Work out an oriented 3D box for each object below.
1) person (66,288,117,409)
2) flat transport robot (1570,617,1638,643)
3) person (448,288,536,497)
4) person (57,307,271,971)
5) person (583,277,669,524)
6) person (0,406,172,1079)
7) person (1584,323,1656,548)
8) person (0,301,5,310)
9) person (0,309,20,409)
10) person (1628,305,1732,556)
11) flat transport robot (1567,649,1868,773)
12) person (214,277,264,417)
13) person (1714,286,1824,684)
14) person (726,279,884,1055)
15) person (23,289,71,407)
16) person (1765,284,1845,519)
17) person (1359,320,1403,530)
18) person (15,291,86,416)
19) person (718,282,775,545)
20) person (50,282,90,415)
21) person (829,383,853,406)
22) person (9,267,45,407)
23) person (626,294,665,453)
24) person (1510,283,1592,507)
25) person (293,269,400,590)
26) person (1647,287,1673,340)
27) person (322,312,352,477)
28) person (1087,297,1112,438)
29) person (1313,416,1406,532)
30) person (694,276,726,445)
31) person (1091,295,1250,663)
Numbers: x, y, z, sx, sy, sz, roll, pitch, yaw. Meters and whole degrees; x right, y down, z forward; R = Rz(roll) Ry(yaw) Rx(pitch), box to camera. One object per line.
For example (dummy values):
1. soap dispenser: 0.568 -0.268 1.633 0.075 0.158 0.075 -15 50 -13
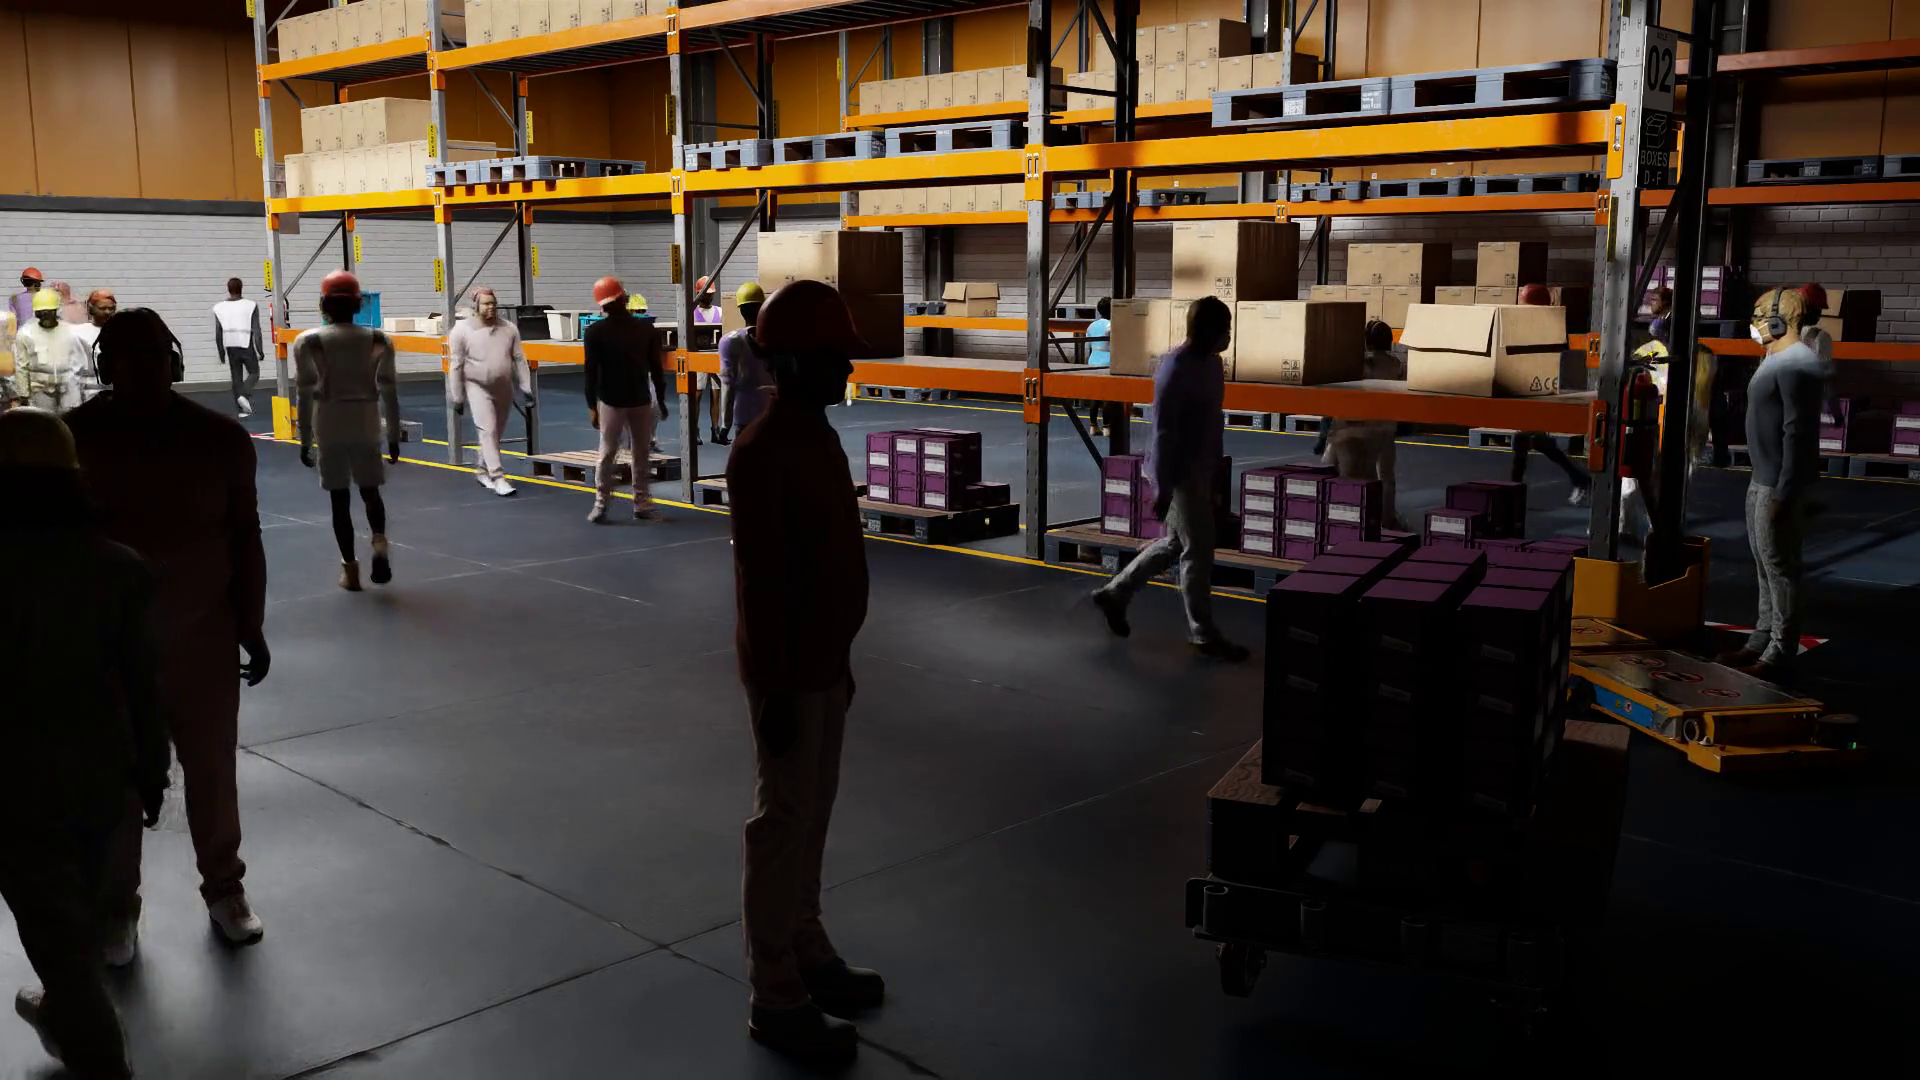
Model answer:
1. person: -7.345 -1.228 14.288 0.735 1.863 0.598 9 13 44
2. flat transport robot: 2.749 0.552 8.237 1.431 0.197 0.652 -2 9 -10
3. person: -4.233 -1.334 14.983 0.657 1.857 1.019 -8 12 -41
4. person: -2.363 0.279 4.897 0.641 1.913 0.407 -6 11 -33
5. person: -2.668 -1.091 13.179 0.688 1.953 0.502 -7 12 -38
6. person: -2.179 0.544 3.909 0.851 1.705 0.500 6 11 33
7. person: 4.768 -0.885 12.169 0.603 1.862 0.654 -7 12 -38
8. person: -13.175 -2.628 22.326 0.676 2.000 0.943 -9 13 -43
9. person: -10.344 -1.832 17.838 0.573 1.906 0.552 -3 10 -20
10. person: 4.589 -0.586 10.518 0.629 1.814 0.815 -2 10 -15
11. flat transport robot: 3.189 0.709 7.277 0.652 0.197 1.431 -2 9 -10
12. person: -9.823 -2.606 22.672 0.627 1.879 0.474 -1 9 -3
13. person: 3.984 -0.259 8.125 0.379 1.937 0.629 3 10 16
14. person: -0.407 0.322 4.376 0.381 1.994 0.622 2 9 11
15. person: -10.369 -1.968 19.072 0.875 1.781 0.619 5 10 27
16. person: 6.695 -1.058 13.139 0.918 1.893 0.557 -3 10 -17
17. person: 3.103 -0.817 12.448 0.522 1.639 0.305 -7 12 -38
18. person: -8.601 -1.449 15.784 0.620 1.812 0.458 -5 11 -30
19. person: -1.485 -0.897 12.075 0.587 1.922 0.383 -6 11 -33
20. person: -10.852 -2.234 20.429 0.852 1.873 0.646 2 9 11
21. person: -1.789 -2.790 24.563 0.497 1.633 0.279 -3 10 -19
22. person: -13.034 -2.817 23.480 0.615 2.039 0.388 -1 9 -8
23. person: -3.468 -1.801 18.158 0.572 1.743 0.545 8 12 42
24. person: 4.895 -1.192 13.934 0.884 1.913 0.552 2 9 10
25. person: -3.815 -0.670 10.385 0.606 2.028 0.501 -5 11 -30
26. person: 6.776 -1.510 16.050 0.570 1.848 0.377 -9 13 -43
27. person: -6.066 -1.500 16.256 0.393 1.753 0.552 8 12 40
28. person: 1.733 -2.077 20.017 0.321 1.694 0.534 -7 12 -37
29. person: 2.869 -0.750 12.176 0.843 1.594 0.488 4 10 23
30. person: -2.906 -2.057 19.139 0.552 1.935 0.369 -5 11 -28
31. person: 1.079 -0.317 8.639 0.856 1.901 0.685 5 10 26
